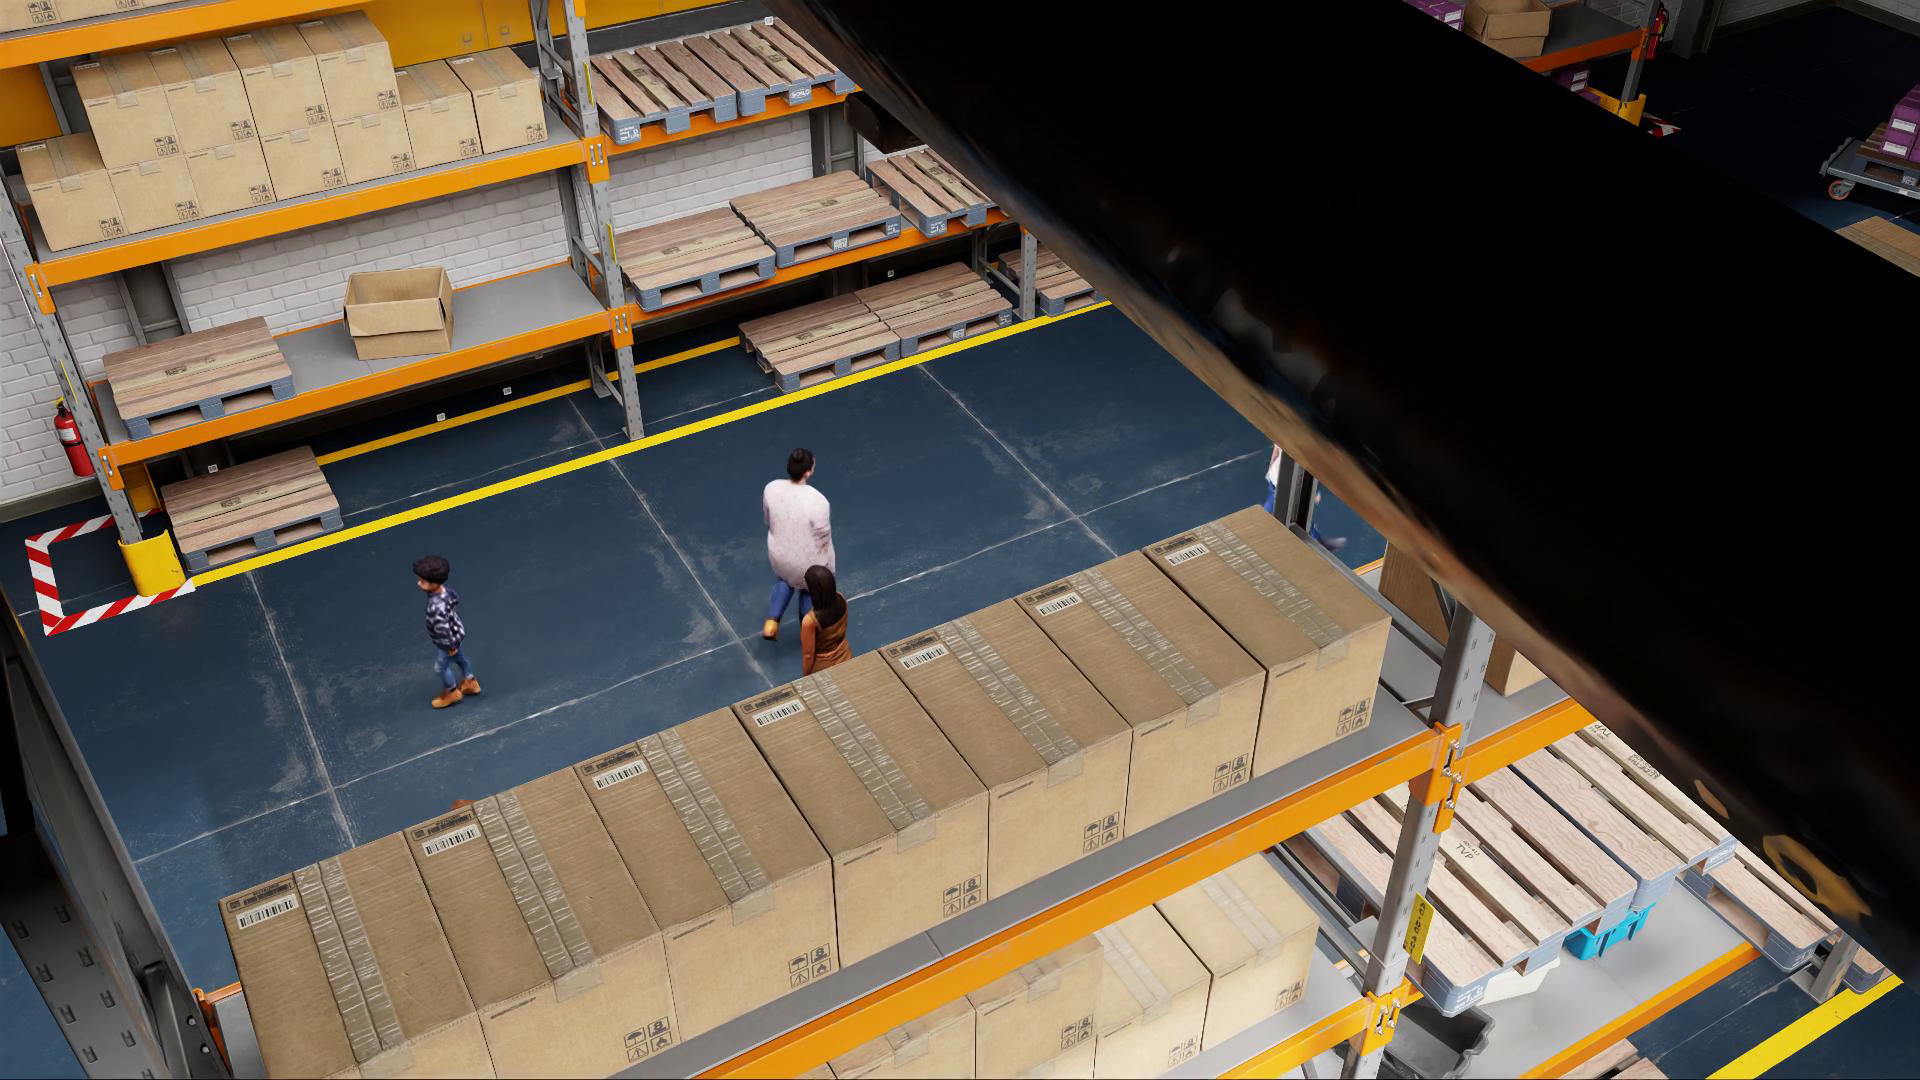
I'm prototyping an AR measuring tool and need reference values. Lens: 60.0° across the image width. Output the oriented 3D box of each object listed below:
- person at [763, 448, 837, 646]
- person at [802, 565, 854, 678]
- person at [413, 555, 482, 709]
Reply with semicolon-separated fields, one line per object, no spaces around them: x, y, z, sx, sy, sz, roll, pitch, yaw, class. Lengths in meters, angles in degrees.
-1.187;0.112;11.816;0.899;1.730;0.977;16;41;19;person
-0.860;0.845;10.933;0.695;1.686;0.590;22;43;25;person
-3.523;0.622;11.569;0.617;1.240;0.562;-12;40;-14;person
